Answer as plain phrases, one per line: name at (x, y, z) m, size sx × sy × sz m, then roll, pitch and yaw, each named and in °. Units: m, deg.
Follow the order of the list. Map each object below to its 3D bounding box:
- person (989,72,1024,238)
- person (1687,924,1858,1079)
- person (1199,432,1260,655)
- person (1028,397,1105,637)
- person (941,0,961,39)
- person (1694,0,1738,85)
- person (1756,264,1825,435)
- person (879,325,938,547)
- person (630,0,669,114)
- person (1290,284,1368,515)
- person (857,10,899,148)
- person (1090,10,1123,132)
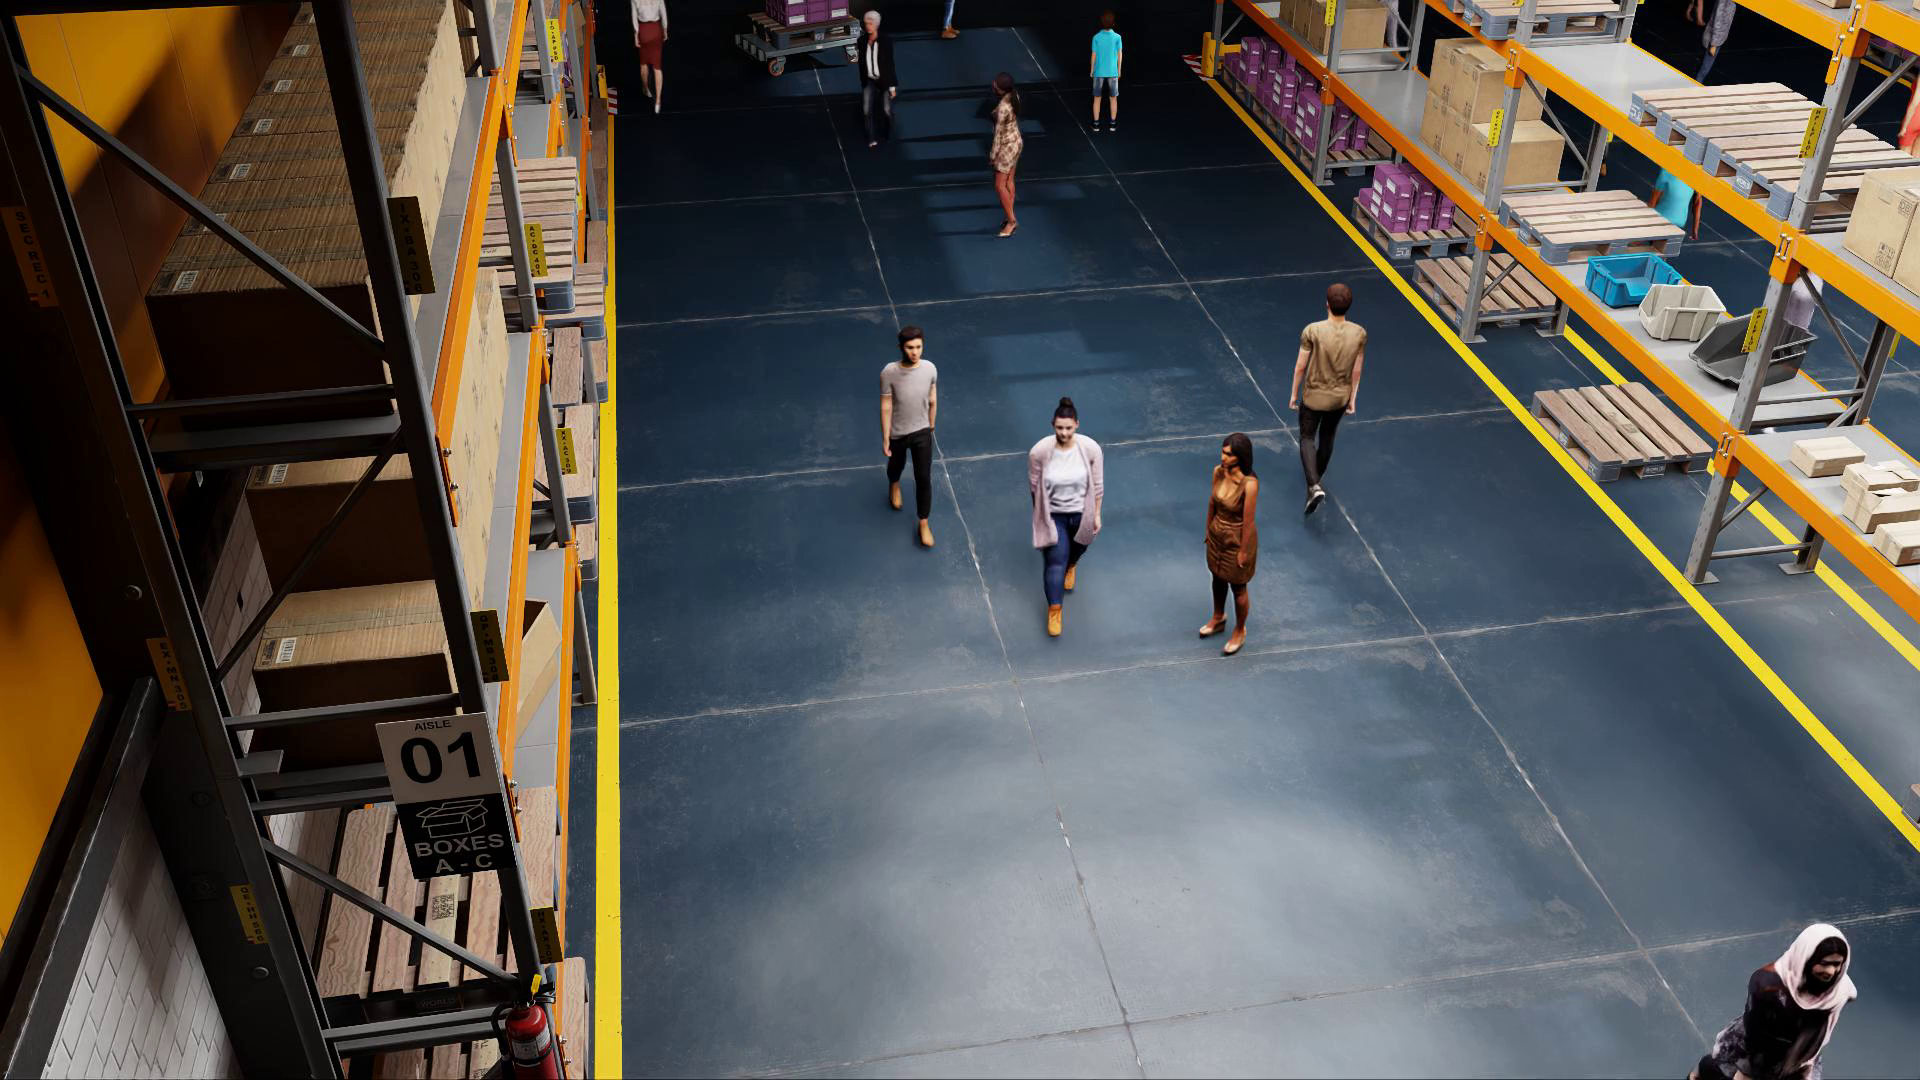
person at (0.503, -4.059, 17.362) m, size 0.792 × 1.764 × 0.701 m, roll 26°, pitch 42°, yaw 33°
person at (3.793, 2.349, 7.872) m, size 0.762 × 1.598 × 1.136 m, roll 0°, pitch 34°, yaw 0°
person at (1.853, 0.011, 11.311) m, size 0.699 × 1.684 × 0.586 m, roll -22°, pitch 39°, yaw -29°
person at (0.756, -0.249, 11.677) m, size 0.782 × 1.713 × 1.121 m, roll -1°, pitch 34°, yaw -1°
person at (-0.147, -7.675, 23.268) m, size 0.618 × 1.250 × 0.522 m, roll 9°, pitch 35°, yaw 13°
person at (9.362, -6.222, 20.645) m, size 0.753 × 1.732 × 0.669 m, roll 17°, pitch 37°, yaw 24°
person at (6.841, -1.732, 13.901) m, size 0.593 × 1.722 × 0.875 m, roll -5°, pitch 34°, yaw -8°
person at (-0.415, -0.866, 12.627) m, size 0.599 × 1.689 × 1.095 m, roll -5°, pitch 34°, yaw -8°
person at (-3.805, -6.126, 20.517) m, size 0.718 × 1.714 × 1.021 m, roll -11°, pitch 35°, yaw -16°
person at (2.818, -1.054, 12.779) m, size 0.816 × 1.833 × 1.153 m, roll 1°, pitch 34°, yaw 2°
person at (-0.886, -5.433, 19.714) m, size 0.880 × 1.769 × 0.831 m, roll 10°, pitch 35°, yaw 14°
person at (1.762, -5.670, 20.070) m, size 0.551 × 1.449 × 0.529 m, roll 0°, pitch 34°, yaw 0°
